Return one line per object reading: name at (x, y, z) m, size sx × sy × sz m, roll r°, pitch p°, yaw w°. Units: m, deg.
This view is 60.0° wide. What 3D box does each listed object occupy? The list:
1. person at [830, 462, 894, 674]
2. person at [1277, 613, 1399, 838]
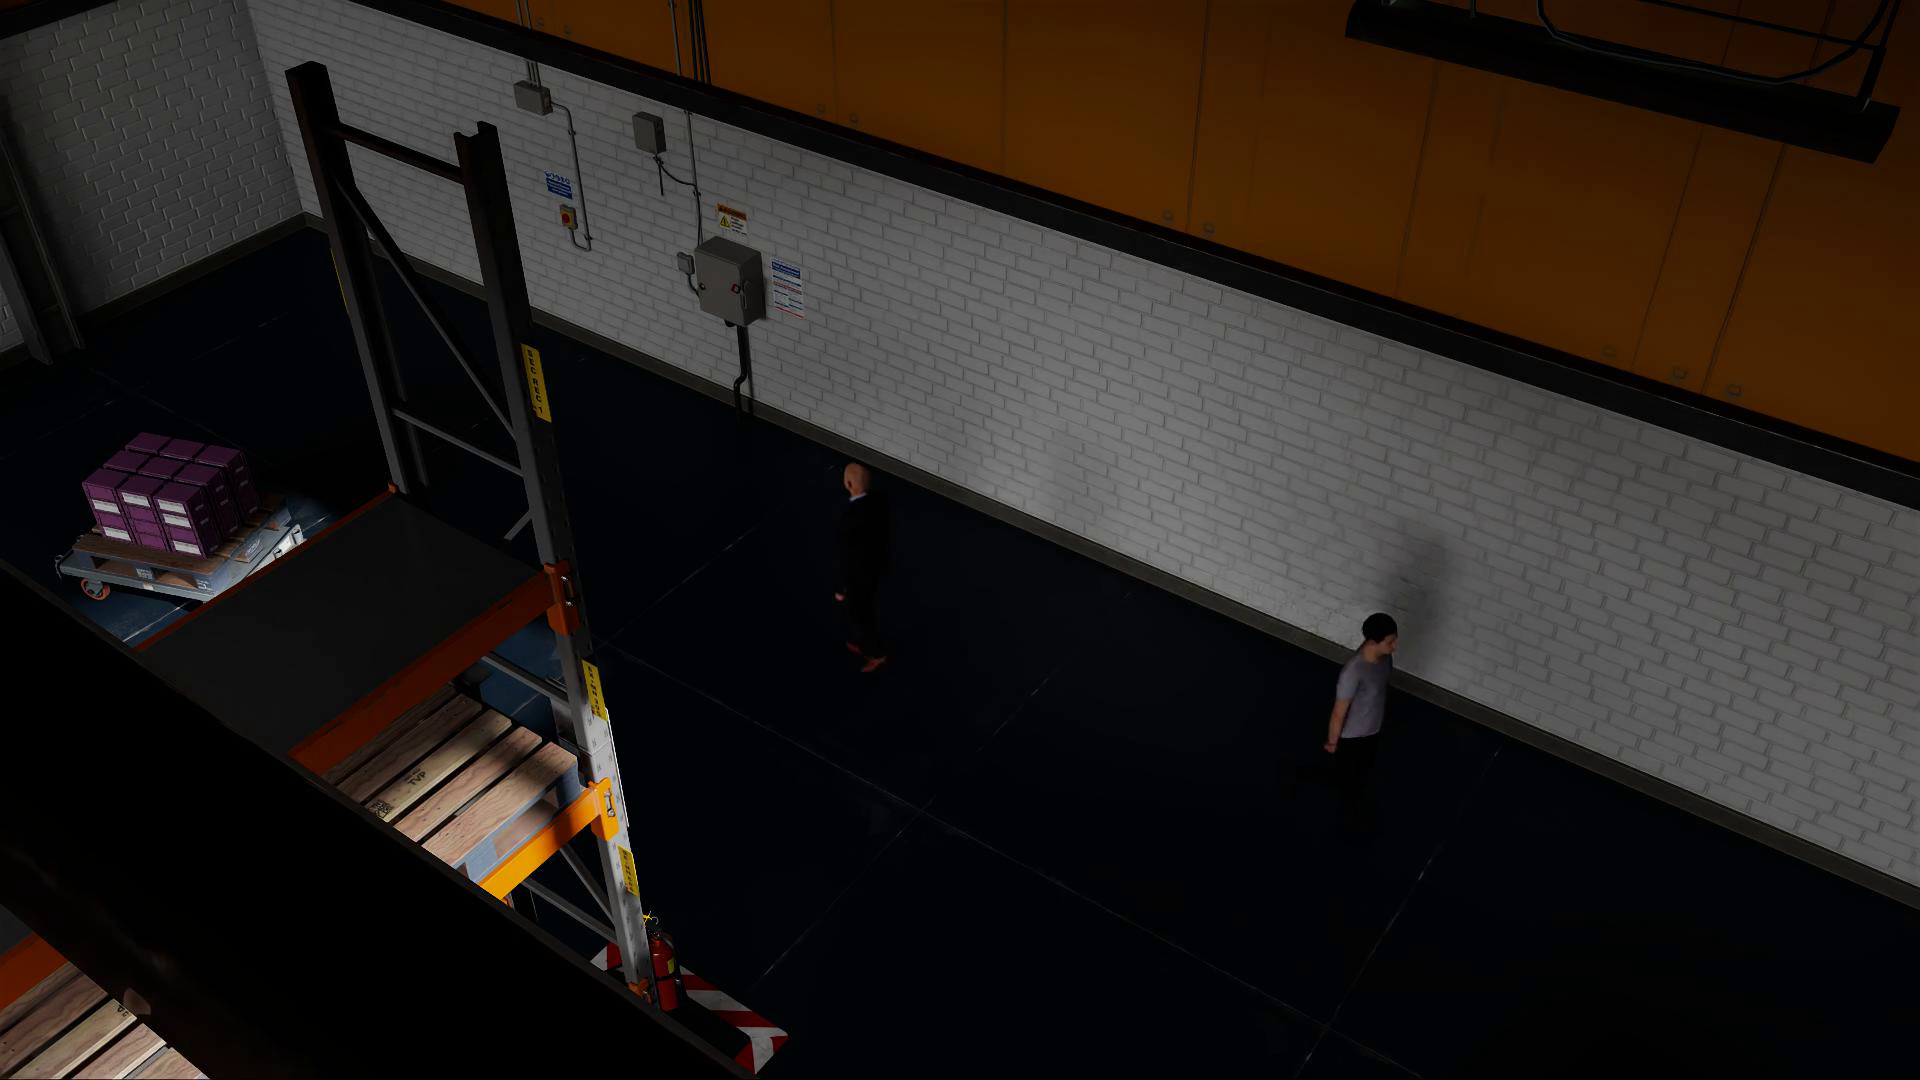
person at (-0.642, 0.248, 11.814) m, size 0.759 × 1.783 × 0.691 m, roll 26°, pitch 45°, yaw 28°
person at (2.454, 1.143, 10.646) m, size 0.779 × 1.842 × 0.922 m, roll 27°, pitch 46°, yaw 30°
